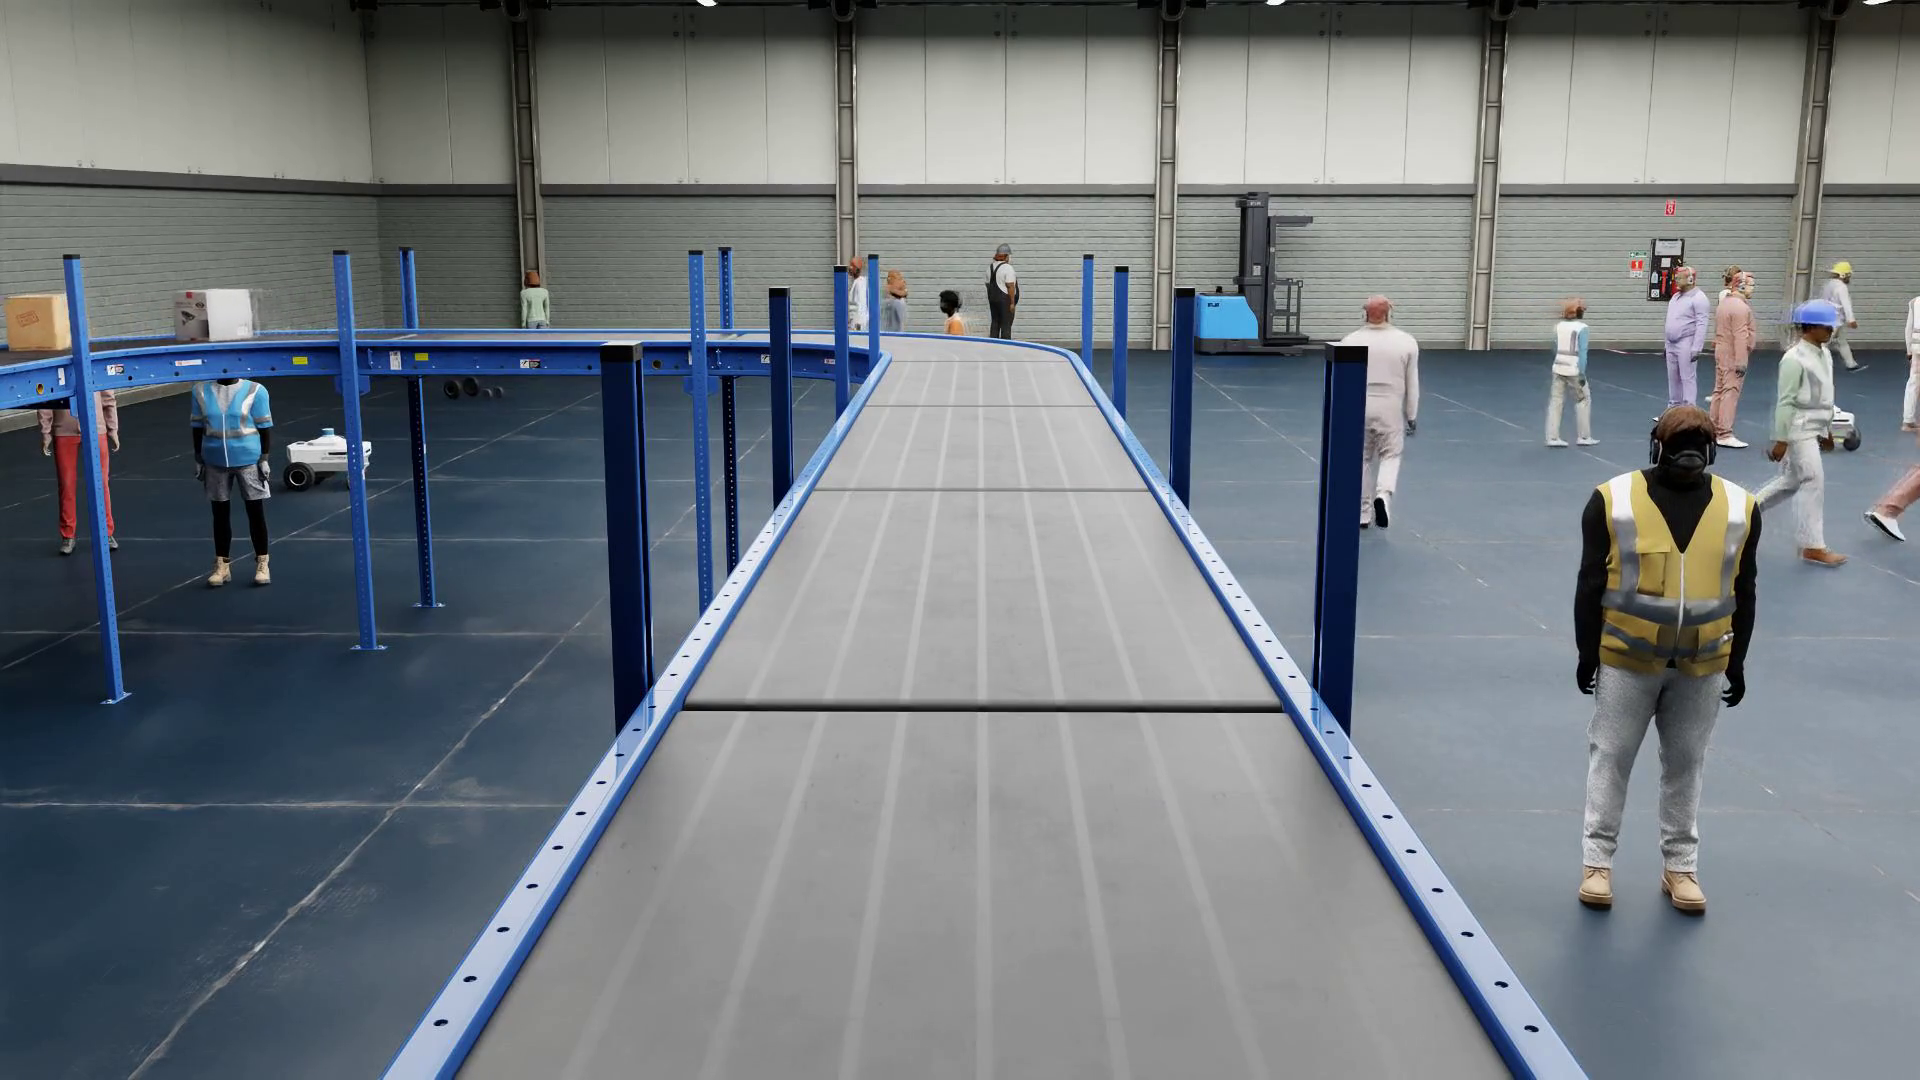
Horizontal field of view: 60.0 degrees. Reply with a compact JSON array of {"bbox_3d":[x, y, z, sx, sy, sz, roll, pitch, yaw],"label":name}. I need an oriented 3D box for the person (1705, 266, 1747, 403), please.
[{"bbox_3d":[10.384,-2.776,22.497,0.508,1.846,0.342,-7,13,-31],"label":"person"}]

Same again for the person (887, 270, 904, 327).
[{"bbox_3d":[-1.072,-3.653,27.547,0.285,1.633,0.499,4,12,19],"label":"person"}]

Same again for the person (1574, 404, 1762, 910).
[{"bbox_3d":[2.552,0.427,6.041,0.627,1.847,0.429,2,11,10],"label":"person"}]

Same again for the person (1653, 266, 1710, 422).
[{"bbox_3d":[8.734,-2.350,20.152,0.402,1.906,0.652,-2,11,-11],"label":"person"}]

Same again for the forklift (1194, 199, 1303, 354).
[{"bbox_3d":[5.313,-4.851,30.603,1.873,2.768,1.129,0,11,1],"label":"forklift"}]

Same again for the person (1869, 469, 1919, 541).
[{"bbox_3d":[7.545,-0.879,12.685,0.927,1.875,0.652,5,12,23],"label":"person"}]

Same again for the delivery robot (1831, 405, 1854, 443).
[{"bbox_3d":[9.445,-1.318,18.199,0.477,0.478,0.707,0,11,-2],"label":"delivery robot"}]

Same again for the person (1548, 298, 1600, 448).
[{"bbox_3d":[6.728,-1.815,18.117,0.674,1.614,0.540,-4,12,-21],"label":"person"}]

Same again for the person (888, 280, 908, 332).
[{"bbox_3d":[-0.927,-2.840,23.394,0.434,1.624,0.503,-4,12,-21],"label":"person"}]

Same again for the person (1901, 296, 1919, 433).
[{"bbox_3d":[11.296,-2.193,19.395,0.346,1.883,0.584,-3,11,-16],"label":"person"}]

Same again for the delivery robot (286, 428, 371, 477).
[{"bbox_3d":[-5.884,-0.800,15.534,0.707,0.478,0.477,-1,11,-6],"label":"delivery robot"}]

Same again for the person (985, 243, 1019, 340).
[{"bbox_3d":[0.785,-4.190,29.369,0.537,2.000,0.674,-8,14,-36],"label":"person"}]

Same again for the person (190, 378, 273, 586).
[{"bbox_3d":[-4.960,-0.534,11.349,0.534,1.700,0.318,-2,11,-8],"label":"person"}]

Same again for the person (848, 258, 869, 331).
[{"bbox_3d":[-1.569,-3.462,25.964,0.461,1.865,0.598,-1,11,-7],"label":"person"}]

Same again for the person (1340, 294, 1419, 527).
[{"bbox_3d":[3.328,-1.017,13.331,0.653,1.892,0.572,3,11,16],"label":"person"}]

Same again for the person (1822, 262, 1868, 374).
[{"bbox_3d":[14.008,-3.523,26.503,0.947,1.780,0.585,3,11,16],"label":"person"}]

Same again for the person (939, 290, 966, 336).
[{"bbox_3d":[-0.149,-2.063,19.299,0.889,1.644,0.544,-2,11,-10],"label":"person"}]

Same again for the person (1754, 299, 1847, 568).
[{"bbox_3d":[6.096,-0.807,12.196,0.870,1.924,0.604,11,15,43],"label":"person"}]

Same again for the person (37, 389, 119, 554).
[{"bbox_3d":[-6.590,-0.782,12.454,0.533,1.767,0.323,-6,13,-29],"label":"person"}]

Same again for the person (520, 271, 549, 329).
[{"bbox_3d":[-6.813,-3.484,26.673,0.497,1.636,0.284,-9,14,-40],"label":"person"}]

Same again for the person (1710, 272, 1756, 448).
[{"bbox_3d":[8.502,-1.980,18.251,0.402,1.904,0.652,1,11,6],"label":"person"}]
